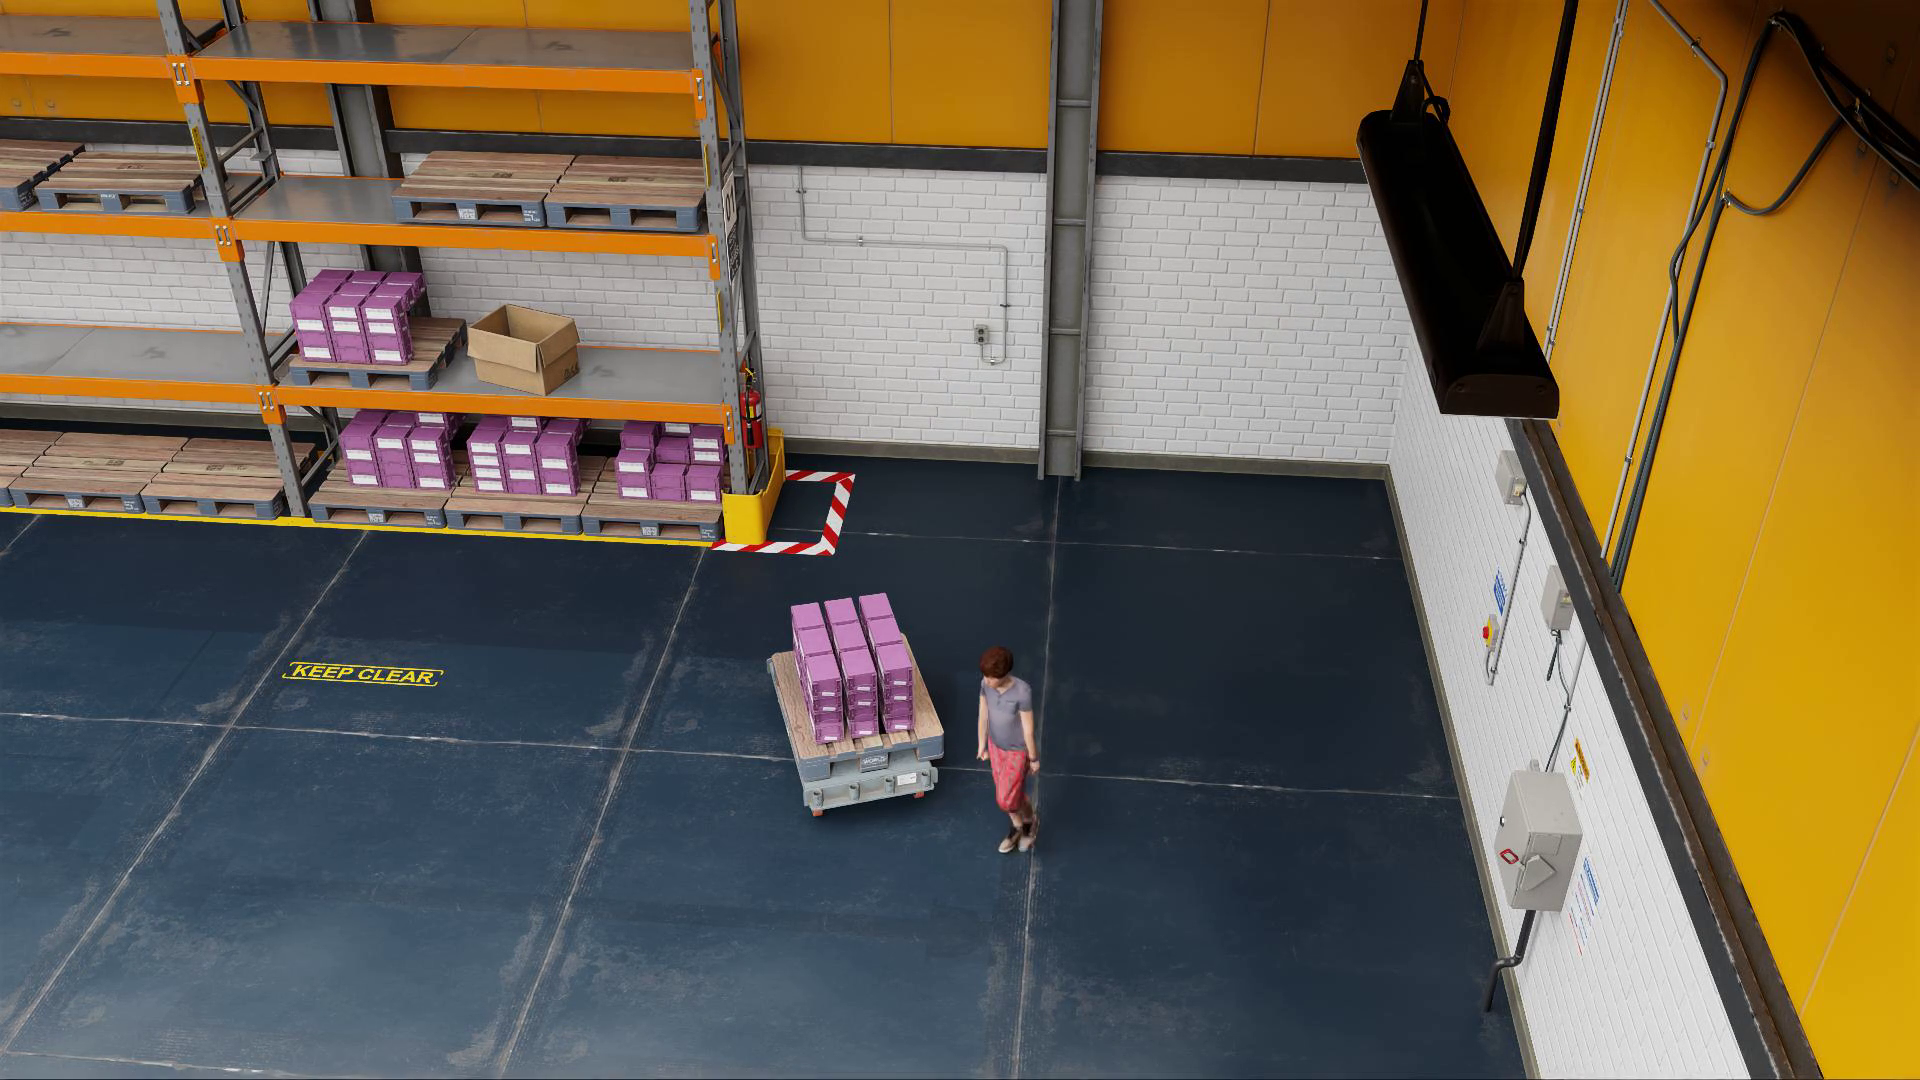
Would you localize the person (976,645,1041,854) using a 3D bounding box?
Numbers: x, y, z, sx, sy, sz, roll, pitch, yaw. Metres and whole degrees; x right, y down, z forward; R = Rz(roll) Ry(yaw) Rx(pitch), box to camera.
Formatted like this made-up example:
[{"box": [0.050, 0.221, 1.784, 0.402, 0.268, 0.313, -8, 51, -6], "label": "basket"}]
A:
[{"box": [0.378, 1.329, 10.954, 0.741, 1.631, 0.812, 22, 39, 29], "label": "person"}]
